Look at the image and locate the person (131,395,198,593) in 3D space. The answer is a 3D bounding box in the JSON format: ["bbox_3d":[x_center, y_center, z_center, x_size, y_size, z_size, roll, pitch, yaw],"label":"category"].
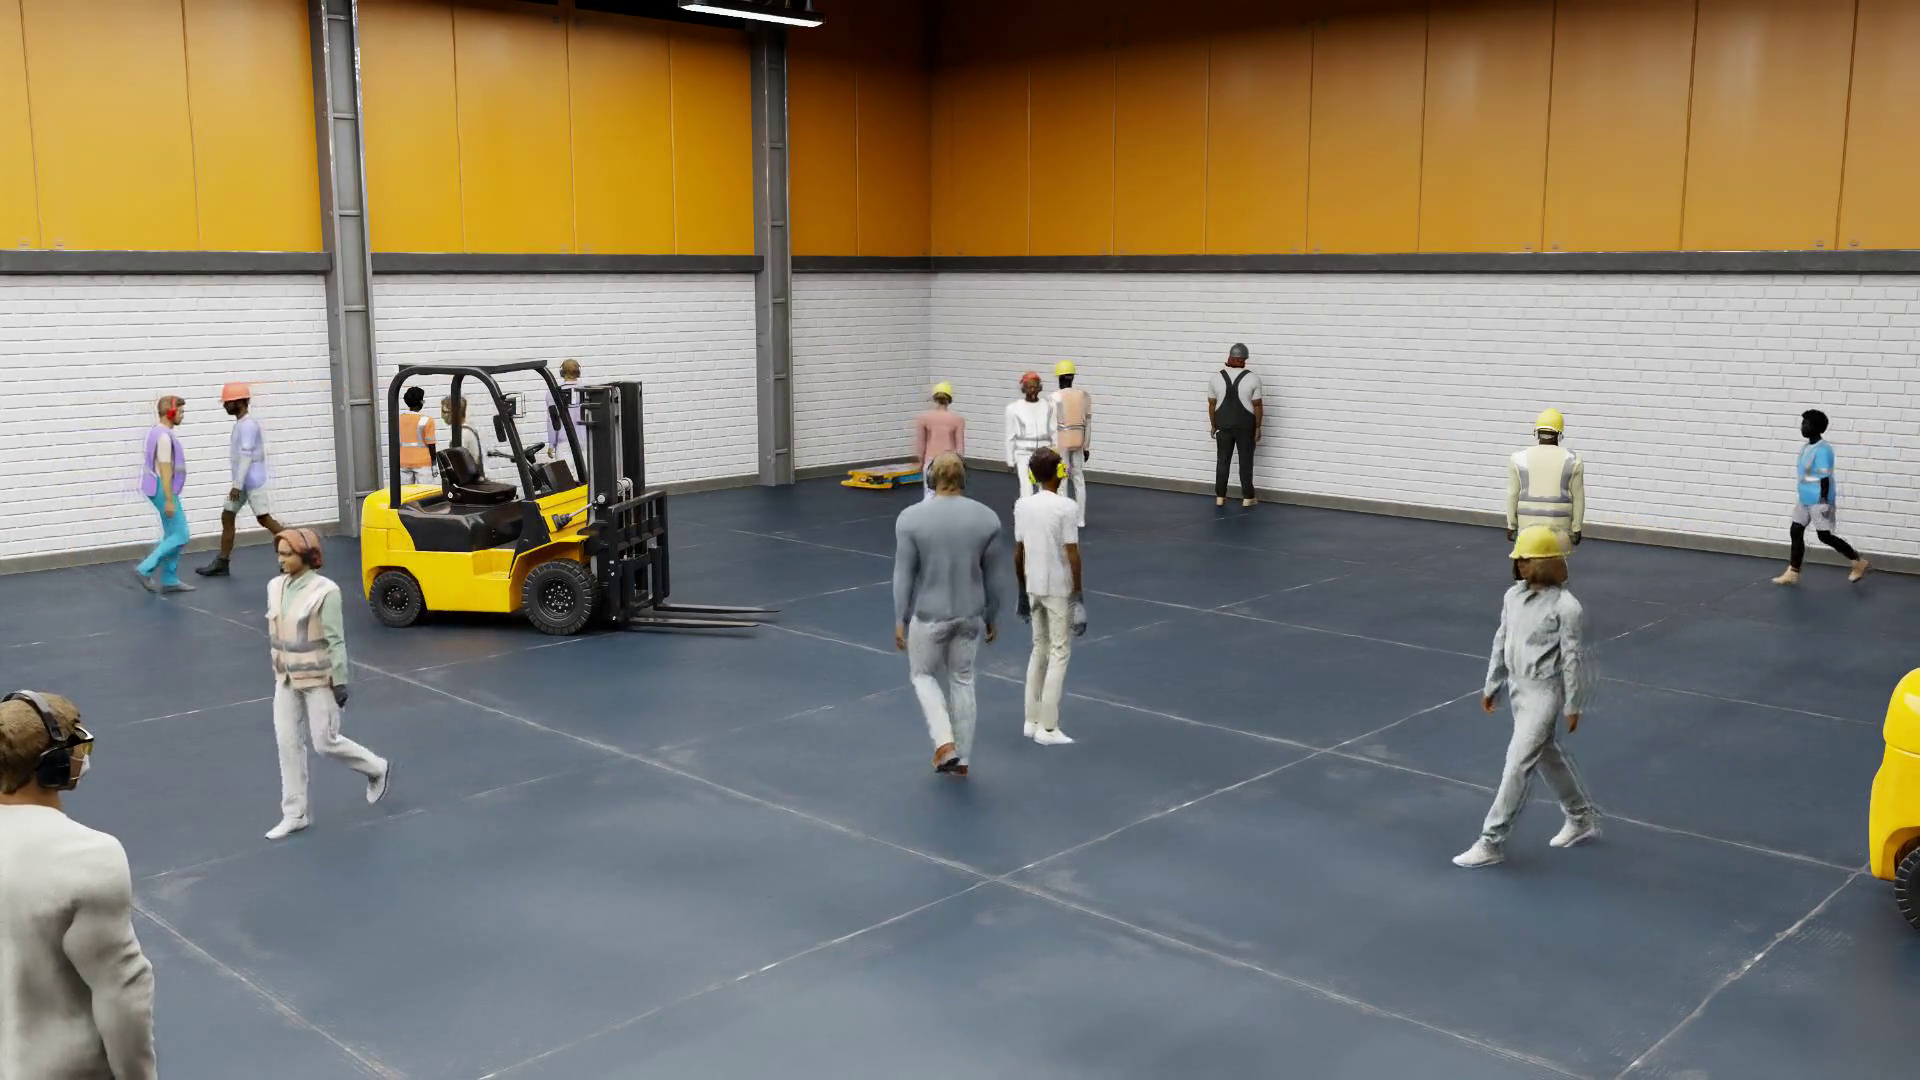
[{"bbox_3d":[-7.203,-0.396,15.032,0.494,1.816,0.617,-5,11,-29],"label":"person"}]

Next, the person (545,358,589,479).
[{"bbox_3d":[-4.414,-1.106,19.008,0.634,1.937,0.355,-6,11,-33],"label":"person"}]

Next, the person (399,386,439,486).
[{"bbox_3d":[-5.874,-0.812,17.970,0.532,1.691,0.321,3,10,18],"label":"person"}]

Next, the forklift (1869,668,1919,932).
[{"bbox_3d":[5.205,0.723,7.013,2.313,2.155,1.214,9,13,43],"label":"forklift"}]

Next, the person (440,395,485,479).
[{"bbox_3d":[-4.632,-0.421,15.195,0.832,1.809,0.542,-2,9,-12],"label":"person"}]

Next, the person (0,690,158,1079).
[{"bbox_3d":[-2.244,1.320,4.132,0.627,1.940,0.370,3,10,19],"label":"person"}]

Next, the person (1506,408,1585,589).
[{"bbox_3d":[4.725,-0.145,13.439,0.600,1.831,0.404,4,10,22],"label":"person"}]

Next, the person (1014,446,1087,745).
[{"bbox_3d":[0.540,0.365,10.376,0.336,1.870,0.566,-9,13,-44],"label":"person"}]

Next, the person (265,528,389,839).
[{"bbox_3d":[-3.385,0.723,8.772,0.520,1.622,0.644,5,11,28],"label":"person"}]

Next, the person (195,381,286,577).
[{"bbox_3d":[-6.824,-0.590,16.001,1.000,1.892,0.559,-6,11,-33],"label":"person"}]

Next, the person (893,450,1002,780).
[{"bbox_3d":[-0.065,0.446,9.563,0.669,1.914,0.468,-3,10,-19],"label":"person"}]

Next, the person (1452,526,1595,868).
[{"bbox_3d":[2.878,0.760,8.306,0.911,1.697,0.501,-3,10,-20],"label":"person"}]

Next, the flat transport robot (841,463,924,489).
[{"bbox_3d":[-0.910,-0.881,22.726,0.652,0.197,1.431,7,12,37],"label":"flat transport robot"}]

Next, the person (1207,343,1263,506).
[{"bbox_3d":[3.463,-1.450,20.801,0.684,2.000,0.535,4,10,25],"label":"person"}]

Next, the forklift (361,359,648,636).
[{"bbox_3d":[-3.850,-0.407,13.936,2.313,2.155,1.214,2,9,11],"label":"forklift"}]

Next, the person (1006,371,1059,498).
[{"bbox_3d":[0.778,-0.872,17.785,0.601,1.865,0.457,-2,10,-15],"label":"person"}]

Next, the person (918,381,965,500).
[{"bbox_3d":[-0.210,-0.841,17.980,0.523,1.741,0.692,1,9,4],"label":"person"}]

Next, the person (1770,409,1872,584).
[{"bbox_3d":[8.040,-0.382,15.425,0.768,1.670,0.539,1,9,5],"label":"person"}]

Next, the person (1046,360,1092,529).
[{"bbox_3d":[1.207,-1.074,18.849,0.594,1.922,0.386,-5,10,-27],"label":"person"}]
